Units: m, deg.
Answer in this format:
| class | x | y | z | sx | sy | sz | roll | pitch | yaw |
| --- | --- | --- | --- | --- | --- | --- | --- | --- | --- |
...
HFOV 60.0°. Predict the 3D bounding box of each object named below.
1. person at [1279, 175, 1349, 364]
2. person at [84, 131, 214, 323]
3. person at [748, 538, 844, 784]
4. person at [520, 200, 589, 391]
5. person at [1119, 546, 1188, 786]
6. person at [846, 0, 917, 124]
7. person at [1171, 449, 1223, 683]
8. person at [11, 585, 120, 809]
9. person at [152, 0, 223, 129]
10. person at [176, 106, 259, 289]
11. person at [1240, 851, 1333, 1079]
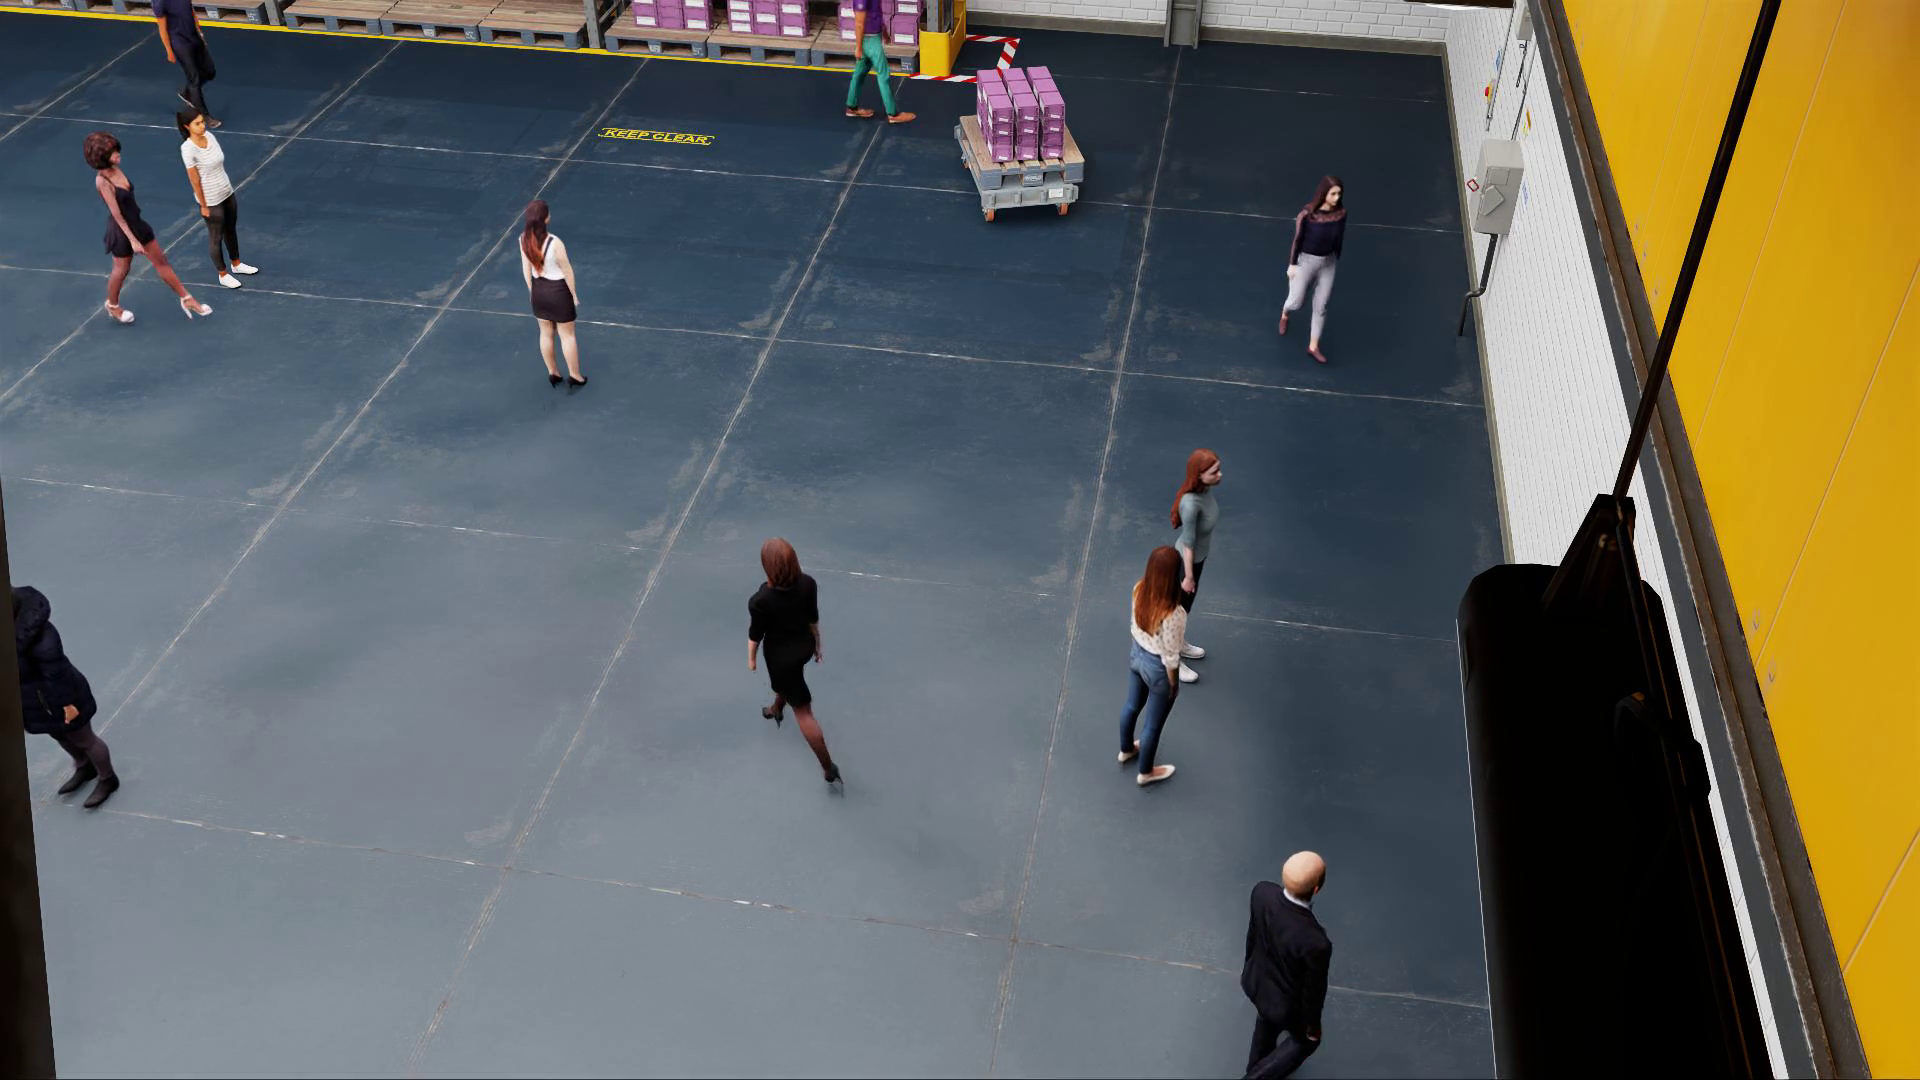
| class | x | y | z | sx | sy | sz | roll | pitch | yaw |
| --- | --- | --- | --- | --- | --- | --- | --- | --- | --- |
| person | 2.903 | -2.262 | 13.714 | 0.885 | 1.596 | 0.882 | -9 | 40 | -11 |
| person | -7.070 | -2.549 | 13.959 | 1.148 | 1.738 | 0.751 | -2 | 39 | -2 |
| person | -0.960 | 0.755 | 9.888 | 1.071 | 1.656 | 1.151 | -25 | 45 | -28 |
| person | -3.262 | -1.948 | 13.279 | 0.458 | 1.648 | 0.626 | 9 | 39 | 11 |
| person | 1.140 | 0.741 | 9.848 | 0.681 | 1.729 | 0.643 | -19 | 42 | -22 |
| person | -1.032 | -5.186 | 17.263 | 1.009 | 1.737 | 0.669 | 3 | 39 | 4 |
| person | 1.468 | 0.139 | 10.590 | 0.580 | 1.743 | 0.620 | 12 | 40 | 15 |
| person | -5.321 | 0.875 | 9.723 | 0.675 | 1.675 | 0.799 | 18 | 42 | 21 |
| person | -8.060 | -5.146 | 17.176 | 0.846 | 1.783 | 0.737 | 15 | 41 | 18 |
| person | -6.569 | -3.035 | 14.643 | 0.536 | 1.645 | 0.584 | 10 | 40 | 12 |
| person | 1.495 | 2.190 | 7.986 | 0.979 | 1.787 | 0.919 | -21 | 43 | -24 |
